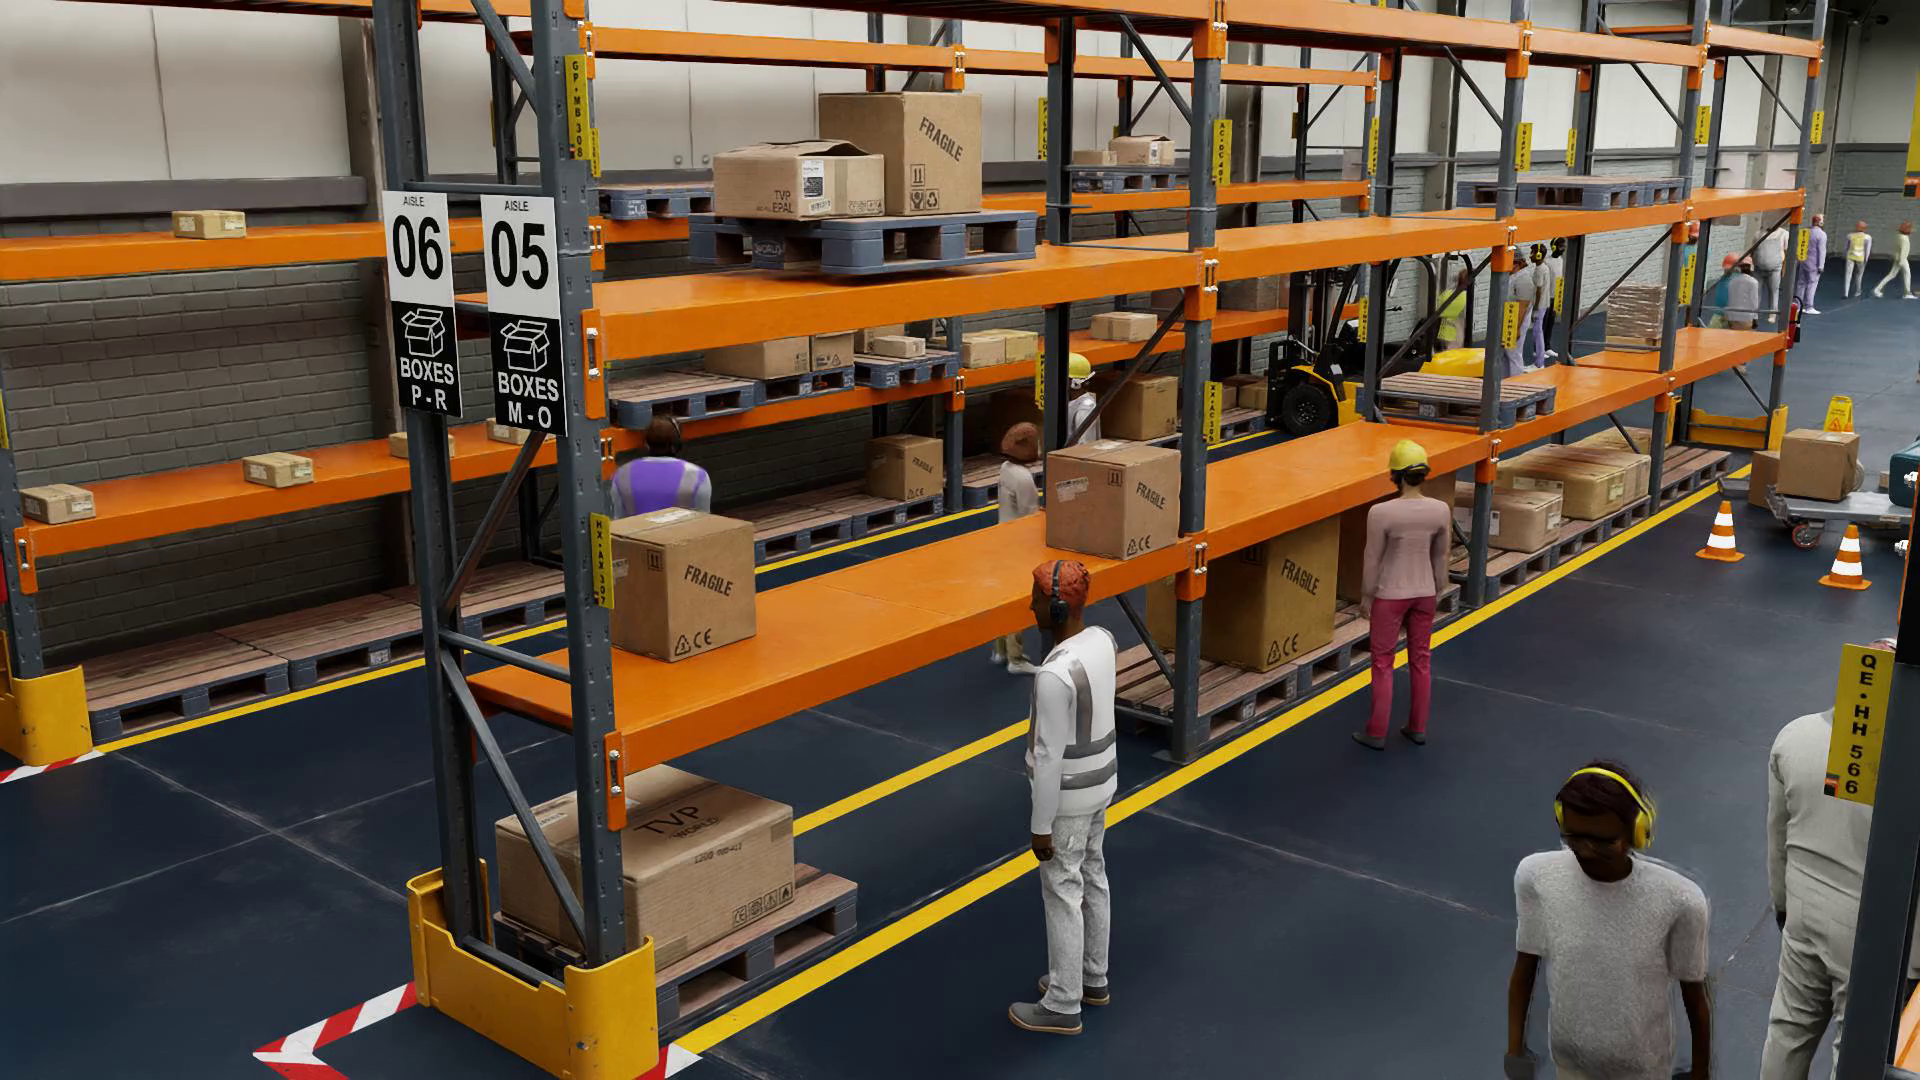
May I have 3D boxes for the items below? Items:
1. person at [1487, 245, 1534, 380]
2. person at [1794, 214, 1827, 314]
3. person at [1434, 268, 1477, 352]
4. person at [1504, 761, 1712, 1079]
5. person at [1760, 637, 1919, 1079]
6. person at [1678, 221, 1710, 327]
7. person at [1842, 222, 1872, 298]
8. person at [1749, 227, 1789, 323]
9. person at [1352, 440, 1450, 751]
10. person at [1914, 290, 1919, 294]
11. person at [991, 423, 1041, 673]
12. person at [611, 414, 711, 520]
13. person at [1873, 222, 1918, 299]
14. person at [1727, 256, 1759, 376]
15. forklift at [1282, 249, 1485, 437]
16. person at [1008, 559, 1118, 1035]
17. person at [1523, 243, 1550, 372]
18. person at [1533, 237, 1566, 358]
[{"bbox_3d":[7.074,-2.800,21.471,0.535,2.000,0.681,0,14,0],"label":"person"},{"bbox_3d":[16.365,-5.298,31.942,0.398,1.899,0.651,-3,14,-13],"label":"person"},{"bbox_3d":[6.056,-2.463,20.617,0.888,1.801,0.588,-5,15,-20],"label":"person"},{"bbox_3d":[1.725,1.476,4.502,0.557,1.832,0.676,12,18,40],"label":"person"},{"bbox_3d":[2.876,1.232,5.330,0.409,1.909,0.640,-5,15,-19],"label":"person"},{"bbox_3d":[11.706,-4.088,26.729,0.605,2.034,0.387,1,14,3],"label":"person"},{"bbox_3d":[18.799,-5.872,34.915,0.523,1.586,0.900,11,18,38],"label":"person"},{"bbox_3d":[14.776,-5.002,30.433,0.685,2.000,0.538,12,18,40],"label":"person"},{"bbox_3d":[2.484,0.311,9.383,0.522,1.761,0.331,-4,14,-17],"label":"person"},{"bbox_3d":[20.753,-6.215,35.489,0.393,1.985,0.610,2,14,10],"label":"person"},{"bbox_3d":[0.369,0.057,10.719,0.336,1.637,0.523,-4,14,-15],"label":"person"},{"bbox_3d":[-1.771,0.156,9.910,0.632,1.818,0.837,3,14,11],"label":"person"},{"bbox_3d":[19.698,-5.874,34.887,0.798,1.603,0.499,3,14,12],"label":"person"},{"bbox_3d":[11.141,-3.188,23.750,0.423,1.703,0.596,-4,14,-14],"label":"person"},{"bbox_3d":[4.886,-2.214,18.767,2.313,2.155,1.214,11,18,38],"label":"forklift"},{"bbox_3d":[0.415,0.984,6.403,0.358,1.880,0.575,7,15,26],"label":"person"},{"bbox_3d":[8.381,-3.362,24.145,0.331,1.861,0.504,5,15,20],"label":"person"},{"bbox_3d":[9.129,-3.742,25.687,0.511,1.861,0.322,-11,18,-38],"label":"person"}]
